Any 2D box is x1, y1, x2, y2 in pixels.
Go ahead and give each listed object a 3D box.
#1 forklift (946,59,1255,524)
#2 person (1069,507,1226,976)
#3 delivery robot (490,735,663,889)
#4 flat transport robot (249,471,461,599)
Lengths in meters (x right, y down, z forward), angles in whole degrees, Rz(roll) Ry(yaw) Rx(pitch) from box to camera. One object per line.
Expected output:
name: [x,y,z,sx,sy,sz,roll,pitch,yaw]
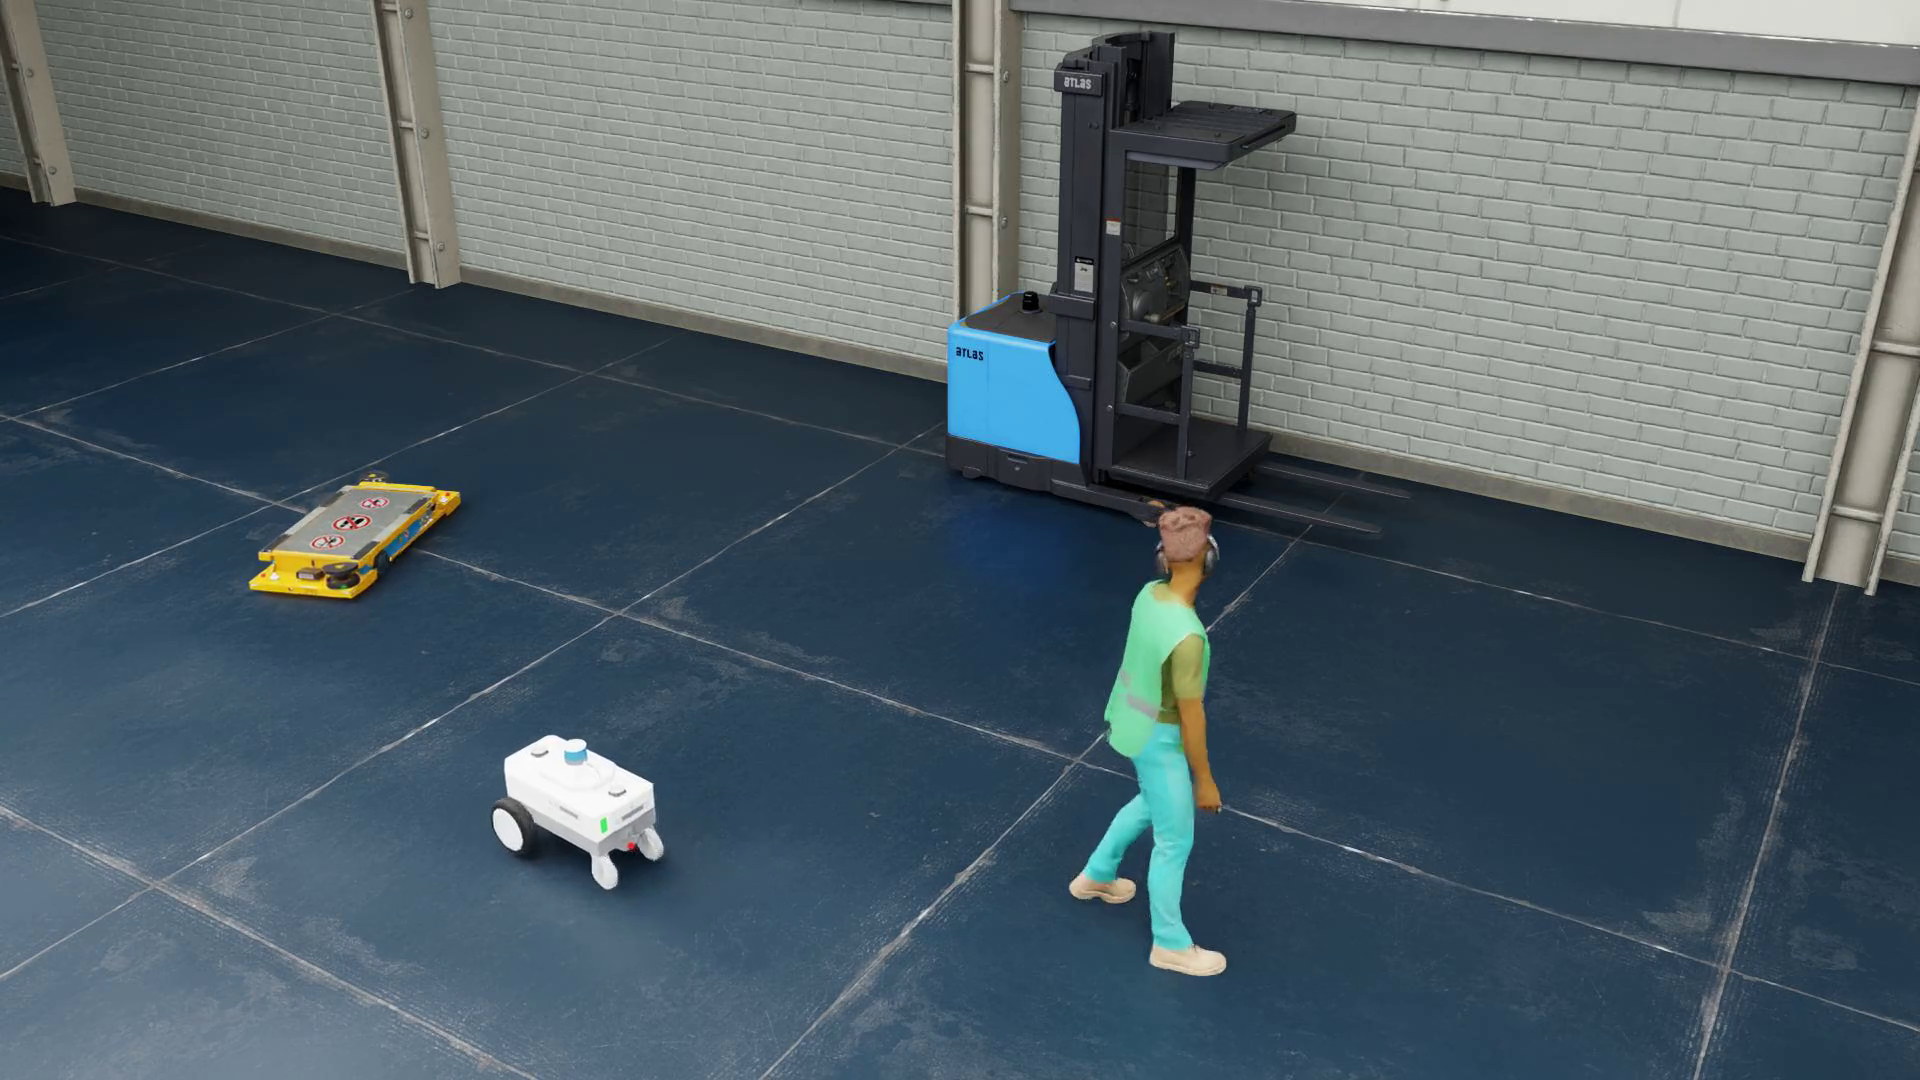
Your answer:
forklift: [0.933,-1.707,10.833,1.873,2.768,1.129,15,29,28]
person: [0.778,0.804,6.584,0.522,1.969,0.623,-2,25,-4]
delivery robot: [-1.715,1.174,7.462,0.810,0.612,0.499,18,31,33]
flat transport robot: [-3.735,-0.043,10.349,0.659,0.231,1.431,4,26,9]
